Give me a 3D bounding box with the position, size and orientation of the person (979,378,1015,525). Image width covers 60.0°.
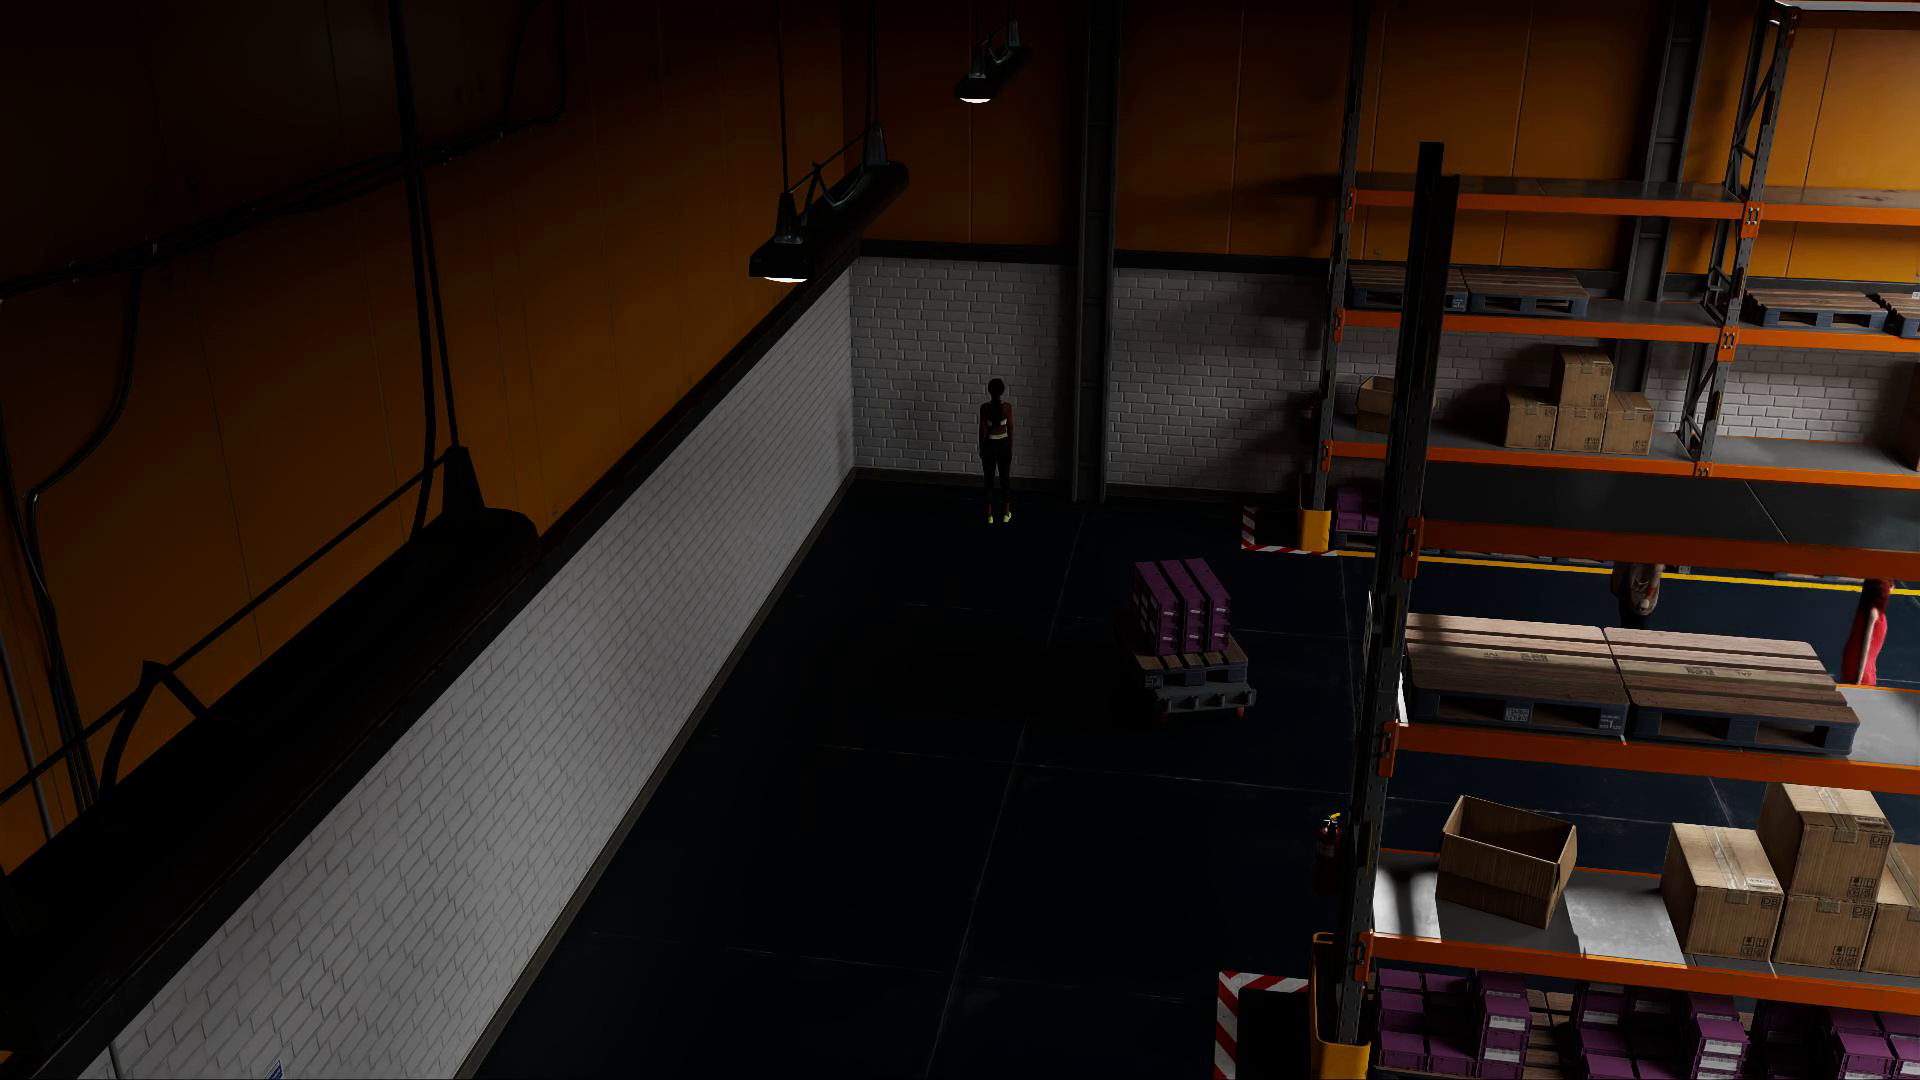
[{"bbox_3d":[0.427,-1.042,19.398,0.536,1.755,0.670,-2,24,-5],"label":"person"}]
